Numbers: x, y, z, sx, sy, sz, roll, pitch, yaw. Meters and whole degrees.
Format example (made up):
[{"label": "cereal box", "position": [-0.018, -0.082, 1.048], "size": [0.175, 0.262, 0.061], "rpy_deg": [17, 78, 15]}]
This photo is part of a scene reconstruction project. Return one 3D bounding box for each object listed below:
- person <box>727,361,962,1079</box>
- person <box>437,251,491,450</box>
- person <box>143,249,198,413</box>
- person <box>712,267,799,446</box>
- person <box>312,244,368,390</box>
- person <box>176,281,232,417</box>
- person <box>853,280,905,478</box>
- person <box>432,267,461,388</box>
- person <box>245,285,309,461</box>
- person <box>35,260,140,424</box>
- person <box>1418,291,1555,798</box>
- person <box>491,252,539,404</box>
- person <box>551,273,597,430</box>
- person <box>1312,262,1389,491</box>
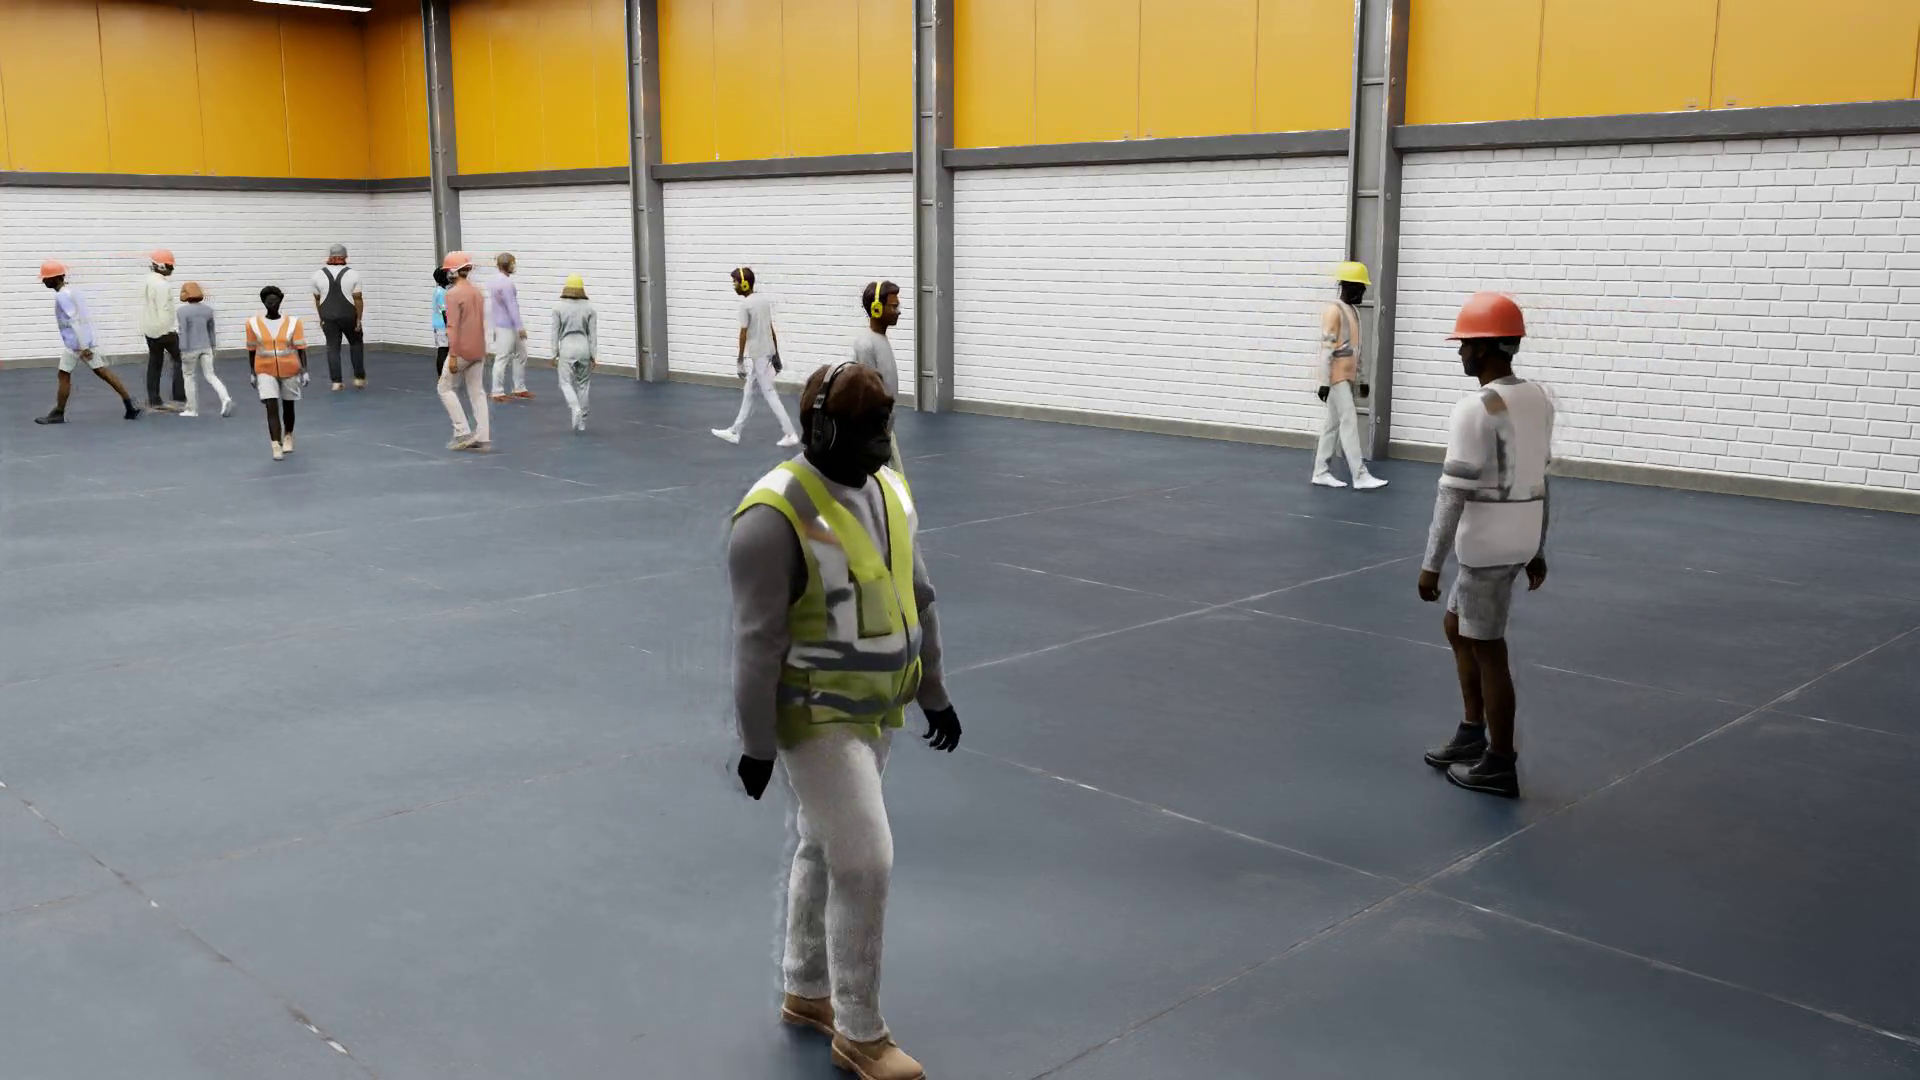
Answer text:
[{"label": "person", "position": [-0.229, 0.459, 4.235], "size": [0.695, 1.816, 0.646], "rpy_deg": [5, 12, 27]}, {"label": "person", "position": [-4.936, -1.856, 16.449], "size": [0.585, 1.969, 0.657], "rpy_deg": [3, 11, 16]}, {"label": "person", "position": [-9.588, -2.527, 20.134], "size": [0.609, 1.959, 0.687], "rpy_deg": [9, 14, 42]}, {"label": "person", "position": [-2.058, -1.837, 16.828], "size": [0.962, 1.802, 0.530], "rpy_deg": [4, 11, 21]}, {"label": "person", "position": [-8.612, -3.127, 23.194], "size": [0.694, 2.000, 0.816], "rpy_deg": [-1, 10, -6]}, {"label": "person", "position": [-8.896, -2.230, 19.490], "size": [0.747, 1.606, 0.509], "rpy_deg": [6, 12, 28]}, {"label": "person", "position": [-0.484, -0.664, 10.282], "size": [0.499, 1.857, 0.571], "rpy_deg": [2, 11, 12]}, {"label": "person", "position": [-7.222, -2.972, 23.294], "size": [0.319, 1.696, 0.532], "rpy_deg": [-5, 12, -25]}, {"label": "person", "position": [-6.580, -1.626, 16.051], "size": [0.537, 1.663, 0.844], "rpy_deg": [-4, 11, -23]}, {"label": "person", "position": [-9.974, -2.254, 18.953], "size": [1.066, 1.870, 0.594], "rpy_deg": [-3, 11, -14]}, {"label": "person", "position": [1.946, 0.019, 6.364], "size": [0.578, 1.917, 0.607], "rpy_deg": [-10, 14, -44]}, {"label": "person", "position": [-5.661, -2.688, 21.155], "size": [0.763, 1.913, 0.639], "rpy_deg": [-4, 11, -19]}, {"label": "person", "position": [-4.166, -2.030, 18.053], "size": [0.490, 1.728, 0.607], "rpy_deg": [-4, 11, -23]}, {"label": "person", "position": [3.317, -1.357, 13.899], "size": [0.760, 1.901, 0.615], "rpy_deg": [6, 12, 28]}]
